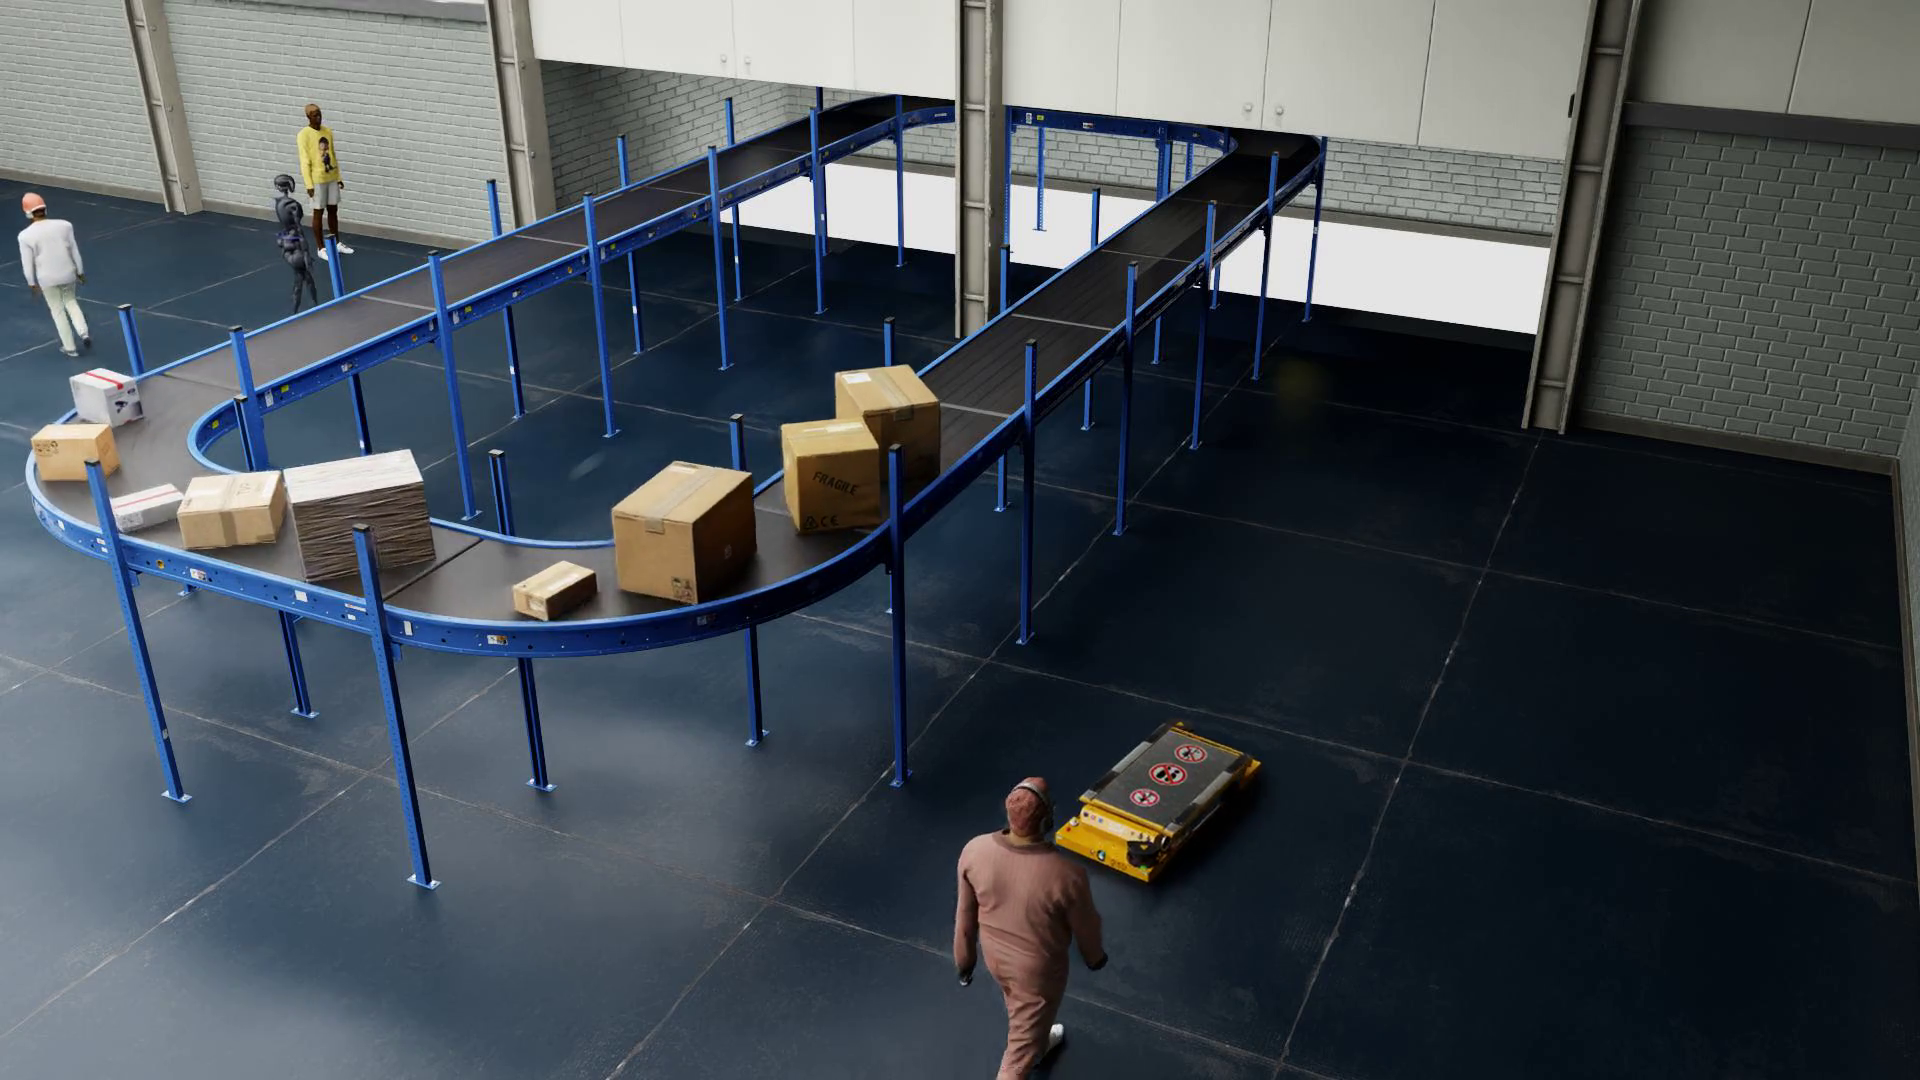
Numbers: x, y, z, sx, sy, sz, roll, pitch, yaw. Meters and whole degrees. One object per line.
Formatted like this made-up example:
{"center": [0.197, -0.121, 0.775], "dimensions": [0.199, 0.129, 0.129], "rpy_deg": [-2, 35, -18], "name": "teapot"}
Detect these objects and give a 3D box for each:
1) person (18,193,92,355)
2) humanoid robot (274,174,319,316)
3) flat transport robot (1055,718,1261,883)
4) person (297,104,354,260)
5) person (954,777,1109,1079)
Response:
{"center": [-9.487, -2.776, 17.409], "dimensions": [0.381, 1.736, 0.584], "rpy_deg": [19, 32, 34], "name": "person"}
{"center": [-7.322, -3.234, 18.417], "dimensions": [0.593, 1.640, 0.595], "rpy_deg": [-20, 33, -35], "name": "humanoid robot"}
{"center": [1.249, 1.580, 10.292], "dimensions": [0.659, 0.231, 1.431], "rpy_deg": [18, 32, 32], "name": "flat transport robot"}
{"center": [-7.896, -4.449, 20.610], "dimensions": [0.376, 1.898, 0.543], "rpy_deg": [13, 29, 24], "name": "person"}
{"center": [0.307, 1.951, 7.760], "dimensions": [0.649, 1.859, 0.972], "rpy_deg": [17, 31, 30], "name": "person"}
